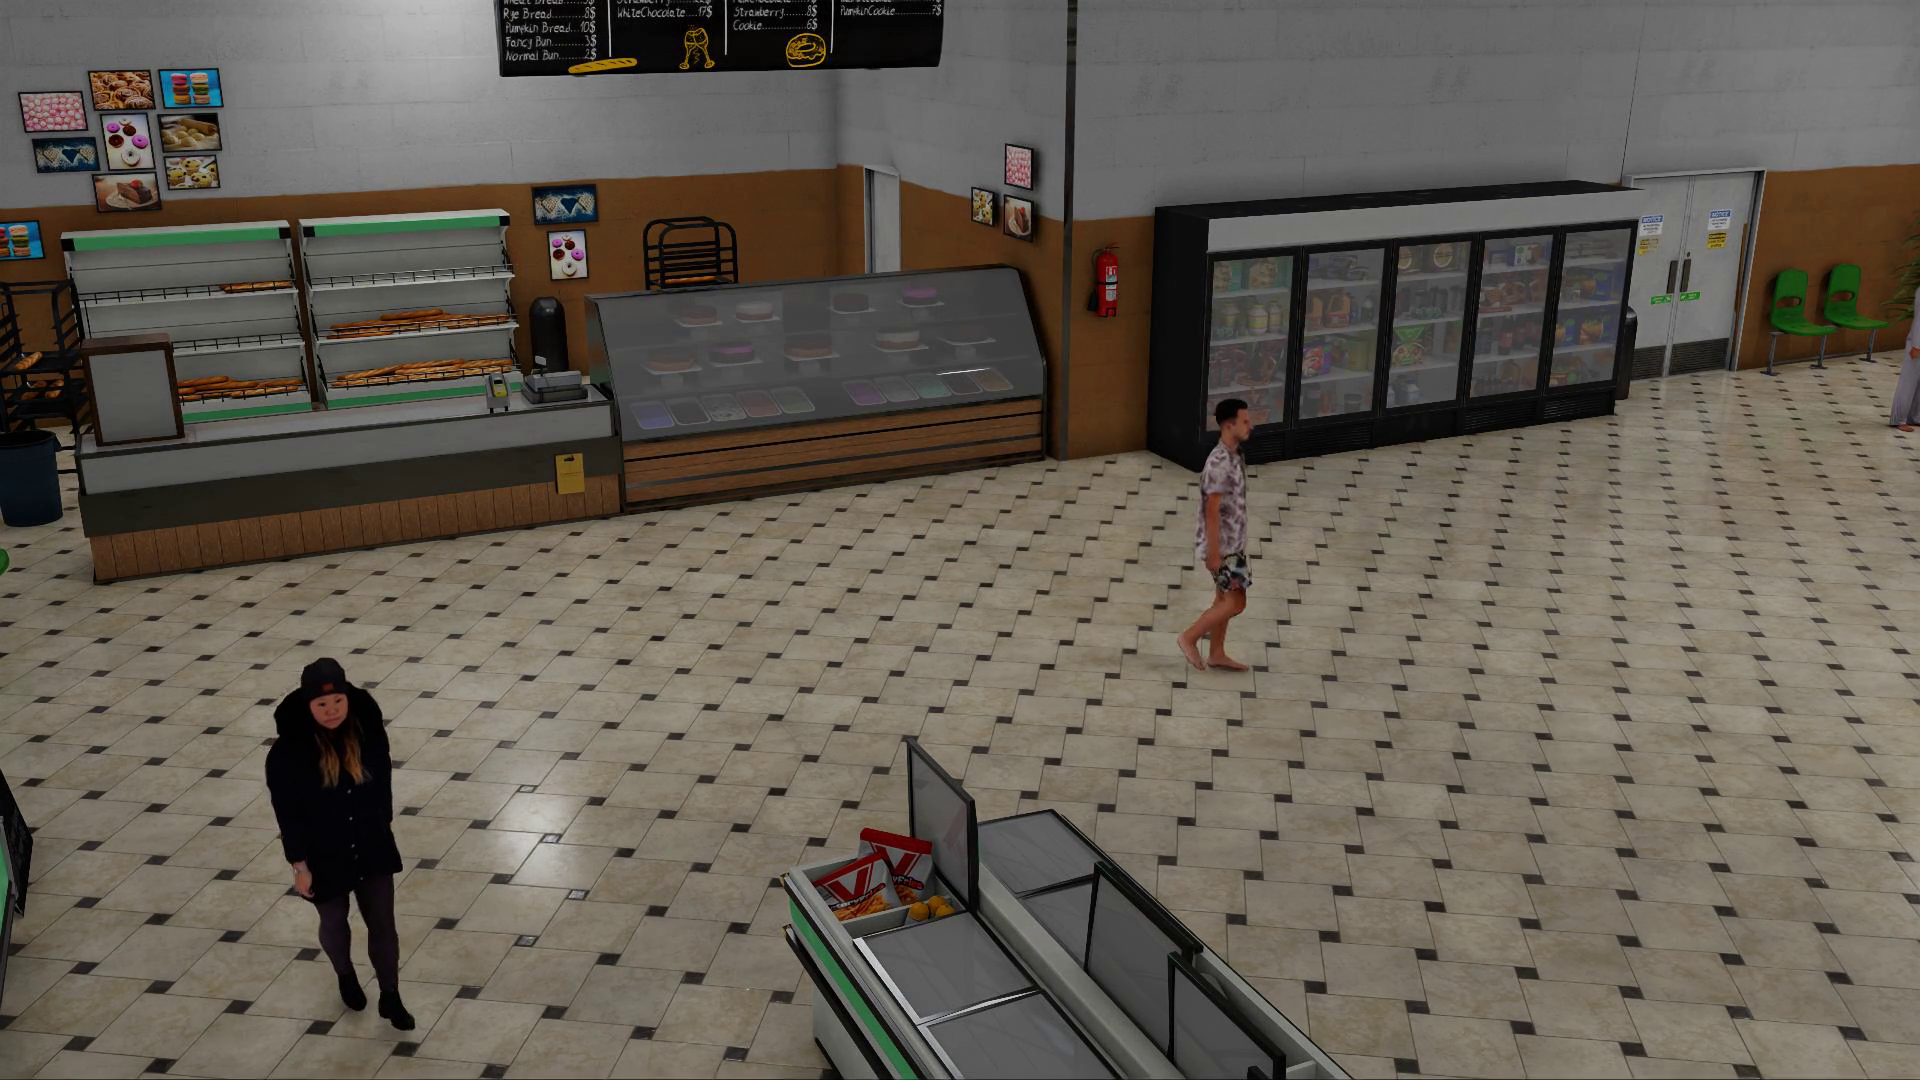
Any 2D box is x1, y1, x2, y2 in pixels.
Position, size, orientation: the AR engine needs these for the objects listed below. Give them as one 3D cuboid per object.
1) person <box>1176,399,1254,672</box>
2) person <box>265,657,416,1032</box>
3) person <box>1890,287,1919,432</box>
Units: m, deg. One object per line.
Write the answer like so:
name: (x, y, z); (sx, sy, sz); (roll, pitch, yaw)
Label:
person: (1.597, -0.016, 10.596); (0.911, 1.807, 0.851); (7, 20, 20)
person: (-2.651, 1.257, 7.053); (0.727, 1.658, 0.833); (-12, 22, -31)
person: (9.577, -1.967, 16.493); (0.623, 1.735, 0.531); (-8, 20, -22)
